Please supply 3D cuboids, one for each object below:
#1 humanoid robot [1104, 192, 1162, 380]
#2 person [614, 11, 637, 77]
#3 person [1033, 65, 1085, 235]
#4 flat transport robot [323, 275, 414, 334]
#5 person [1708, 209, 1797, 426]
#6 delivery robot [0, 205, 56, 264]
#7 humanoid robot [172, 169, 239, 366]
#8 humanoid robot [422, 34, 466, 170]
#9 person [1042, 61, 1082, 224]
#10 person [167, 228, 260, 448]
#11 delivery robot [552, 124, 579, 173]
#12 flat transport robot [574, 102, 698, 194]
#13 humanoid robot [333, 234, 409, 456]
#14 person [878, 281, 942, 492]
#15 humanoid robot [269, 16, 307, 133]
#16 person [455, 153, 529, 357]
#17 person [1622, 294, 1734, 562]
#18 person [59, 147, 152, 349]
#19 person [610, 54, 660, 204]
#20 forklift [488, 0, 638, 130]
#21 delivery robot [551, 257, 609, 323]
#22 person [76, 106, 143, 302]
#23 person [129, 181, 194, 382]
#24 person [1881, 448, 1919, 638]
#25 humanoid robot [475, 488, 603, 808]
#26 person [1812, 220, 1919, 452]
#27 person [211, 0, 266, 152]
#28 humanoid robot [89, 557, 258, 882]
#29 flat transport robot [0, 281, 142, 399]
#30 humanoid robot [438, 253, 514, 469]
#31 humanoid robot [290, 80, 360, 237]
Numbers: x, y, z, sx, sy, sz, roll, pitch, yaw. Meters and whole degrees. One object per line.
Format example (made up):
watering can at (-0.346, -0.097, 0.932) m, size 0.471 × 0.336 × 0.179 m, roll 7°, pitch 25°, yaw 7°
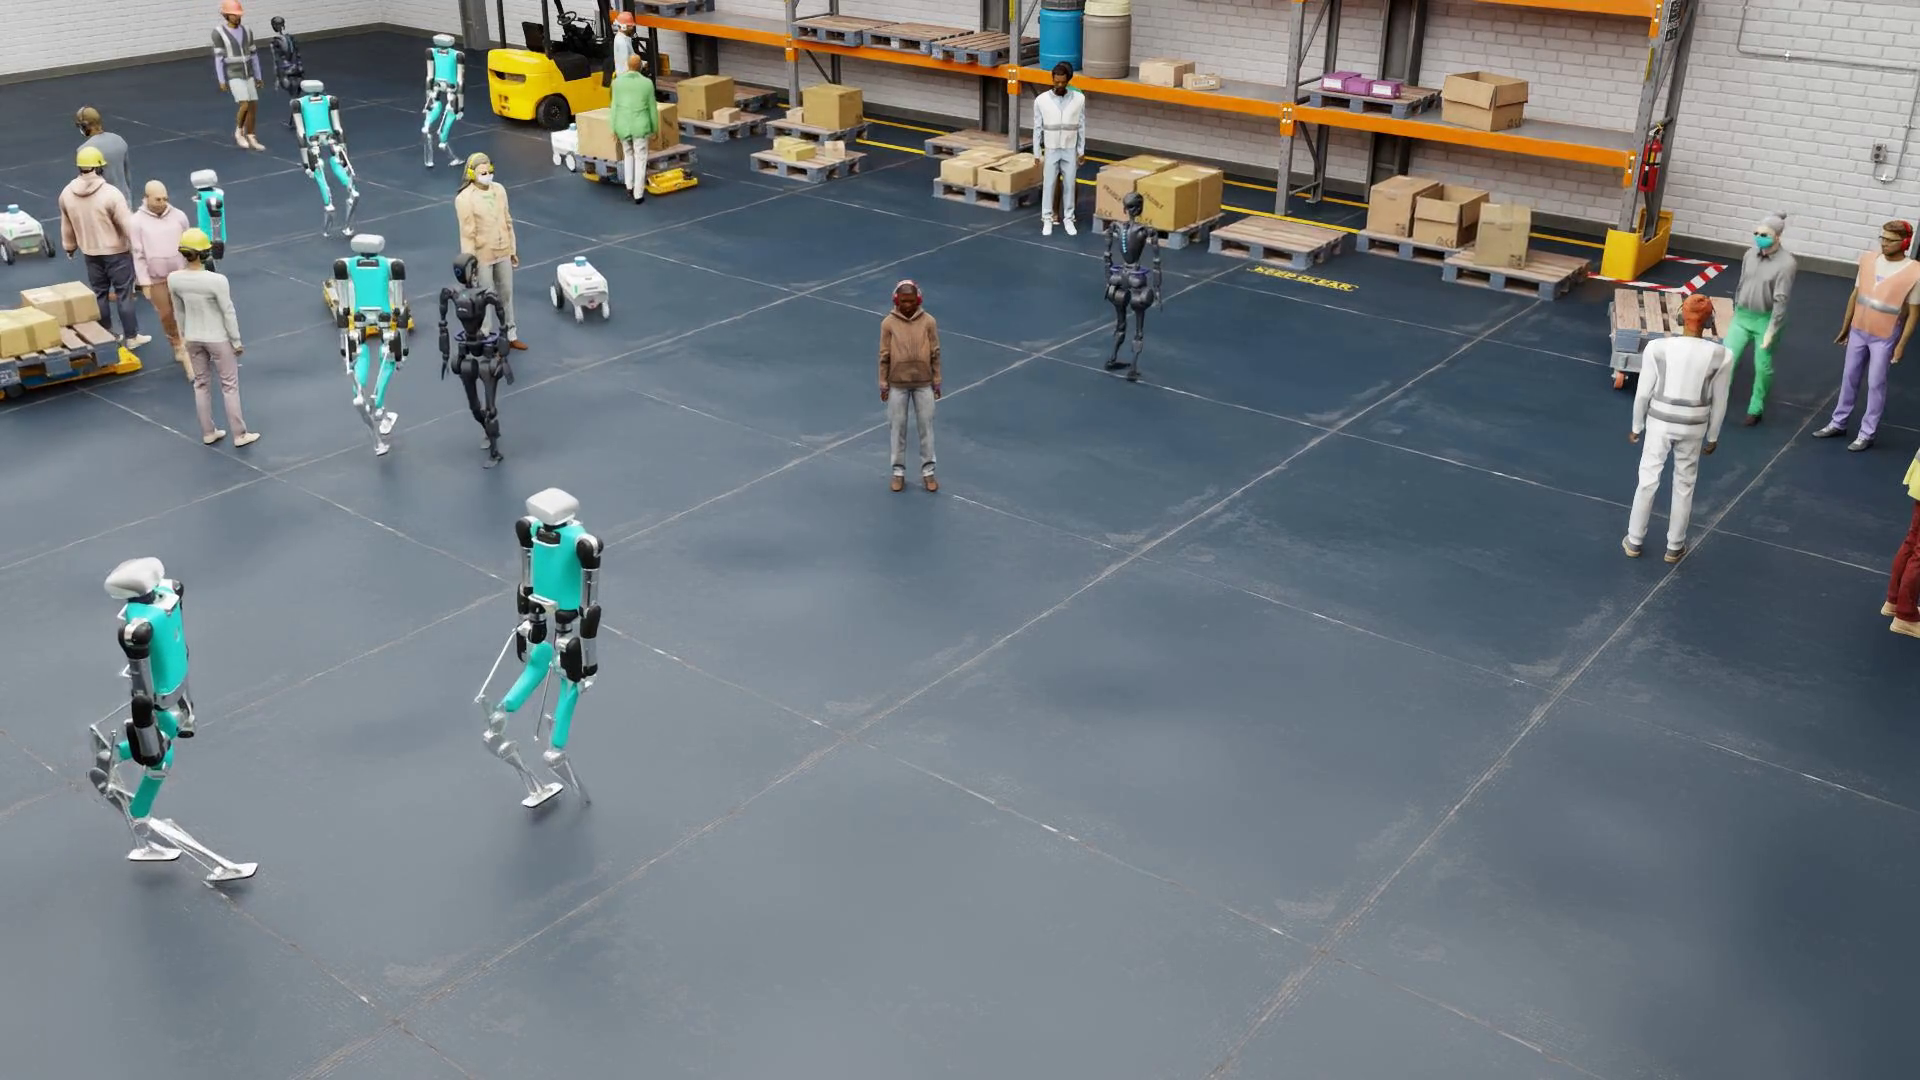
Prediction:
humanoid robot at (1.541, -2.247, 14.598) m, size 0.590 × 1.642 × 0.435 m, roll 16°, pitch 30°, yaw 29°
person at (-4.669, -6.544, 23.428) m, size 0.352 × 1.742 × 0.572 m, roll -5°, pitch 26°, yaw -11°
person at (1.120, -4.412, 18.830) m, size 0.595 × 1.908 × 0.409 m, roll -4°, pitch 26°, yaw -7°
flat transport robot at (-5.849, -2.327, 16.391) m, size 0.659 × 0.231 × 1.431 m, roll -12°, pitch 28°, yaw -23°
person at (6.361, -1.744, 13.408) m, size 0.845 × 1.812 × 0.522 m, roll -17°, pitch 30°, yaw -31°
delivery robot at (-10.274, -3.342, 18.184) m, size 0.499 × 0.614 × 0.798 m, roll -21°, pitch 33°, yaw -36°
humanoid robot at (-6.792, -2.344, 14.758) m, size 0.743 × 1.808 × 0.555 m, roll -15°, pitch 30°, yaw -28°
humanoid robot at (-6.722, -5.550, 21.435) m, size 0.572 × 1.771 × 1.024 m, roll 5°, pitch 26°, yaw 9°
person at (1.196, -4.589, 19.257) m, size 0.509 × 1.848 × 0.382 m, roll -13°, pitch 29°, yaw -25°
person at (-5.923, -1.594, 13.160) m, size 0.525 × 1.759 × 0.337 m, roll 5°, pitch 26°, yaw 10°
delivery robot at (-5.071, -5.184, 21.995) m, size 0.499 × 0.611 × 0.814 m, roll -23°, pitch 34°, yaw -39°
flat transport robot at (-4.099, -4.664, 21.230) m, size 1.431 × 0.231 × 0.659 m, roll 18°, pitch 31°, yaw 33°
humanoid robot at (-4.525, -1.442, 12.868) m, size 0.575 × 1.717 × 1.018 m, roll -5°, pitch 26°, yaw -11°
person at (-0.372, -1.151, 12.372) m, size 0.472 × 1.642 × 0.338 m, roll -2°, pitch 26°, yaw -5°
humanoid robot at (-9.570, -6.621, 23.713) m, size 0.792 × 1.621 × 0.592 m, roll 9°, pitch 27°, yaw 18°
person at (-4.281, -2.586, 15.098) m, size 0.398 × 1.868 × 0.563 m, roll 17°, pitch 31°, yaw 32°
person at (4.847, -0.752, 11.269) m, size 0.572 × 1.887 × 0.356 m, roll 11°, pitch 28°, yaw 21°
person at (-7.843, -2.656, 15.251) m, size 0.816 × 1.856 × 0.433 m, roll 2°, pitch 26°, yaw 5°
person at (-3.935, -4.991, 20.201) m, size 0.566 × 1.750 × 0.563 m, roll 1°, pitch 26°, yaw 2°
forklift at (-5.874, -7.334, 24.552) m, size 1.214 × 2.155 × 2.313 m, roll 19°, pitch 32°, yaw 34°
delivery robot at (-3.722, -2.502, 16.402) m, size 0.499 × 0.576 × 0.768 m, roll -12°, pitch 28°, yaw -24°
person at (-8.464, -3.340, 16.575) m, size 0.373 × 1.936 × 0.628 m, roll 5°, pitch 26°, yaw 10°
person at (-6.991, -2.334, 14.710) m, size 0.537 × 1.741 × 0.916 m, roll -13°, pitch 29°, yaw -25°
person at (6.085, -0.248, 10.361) m, size 0.378 × 1.769 × 0.468 m, roll 7°, pitch 27°, yaw 15°
humanoid robot at (-2.182, 0.693, 8.531) m, size 0.540 × 1.848 × 0.765 m, roll 15°, pitch 30°, yaw 29°
person at (7.212, -1.614, 13.100) m, size 0.377 × 1.843 × 0.569 m, roll -12°, pitch 28°, yaw -23°
person at (-9.729, -6.292, 22.569) m, size 0.436 × 2.031 × 0.616 m, roll 14°, pitch 29°, yaw 27°
humanoid robot at (-3.950, 0.910, 7.992) m, size 0.938 × 1.759 × 0.543 m, roll -2°, pitch 26°, yaw -3°
flat transport robot at (-8.100, -1.518, 14.714) m, size 1.431 × 0.231 × 0.659 m, roll -20°, pitch 32°, yaw -36°
humanoid robot at (-3.761, -1.418, 12.919) m, size 0.615 × 1.635 × 0.644 m, roll 5°, pitch 26°, yaw 9°
humanoid robot at (-7.010, -4.185, 18.598) m, size 0.554 × 1.781 × 0.879 m, roll -20°, pitch 32°, yaw -36°
